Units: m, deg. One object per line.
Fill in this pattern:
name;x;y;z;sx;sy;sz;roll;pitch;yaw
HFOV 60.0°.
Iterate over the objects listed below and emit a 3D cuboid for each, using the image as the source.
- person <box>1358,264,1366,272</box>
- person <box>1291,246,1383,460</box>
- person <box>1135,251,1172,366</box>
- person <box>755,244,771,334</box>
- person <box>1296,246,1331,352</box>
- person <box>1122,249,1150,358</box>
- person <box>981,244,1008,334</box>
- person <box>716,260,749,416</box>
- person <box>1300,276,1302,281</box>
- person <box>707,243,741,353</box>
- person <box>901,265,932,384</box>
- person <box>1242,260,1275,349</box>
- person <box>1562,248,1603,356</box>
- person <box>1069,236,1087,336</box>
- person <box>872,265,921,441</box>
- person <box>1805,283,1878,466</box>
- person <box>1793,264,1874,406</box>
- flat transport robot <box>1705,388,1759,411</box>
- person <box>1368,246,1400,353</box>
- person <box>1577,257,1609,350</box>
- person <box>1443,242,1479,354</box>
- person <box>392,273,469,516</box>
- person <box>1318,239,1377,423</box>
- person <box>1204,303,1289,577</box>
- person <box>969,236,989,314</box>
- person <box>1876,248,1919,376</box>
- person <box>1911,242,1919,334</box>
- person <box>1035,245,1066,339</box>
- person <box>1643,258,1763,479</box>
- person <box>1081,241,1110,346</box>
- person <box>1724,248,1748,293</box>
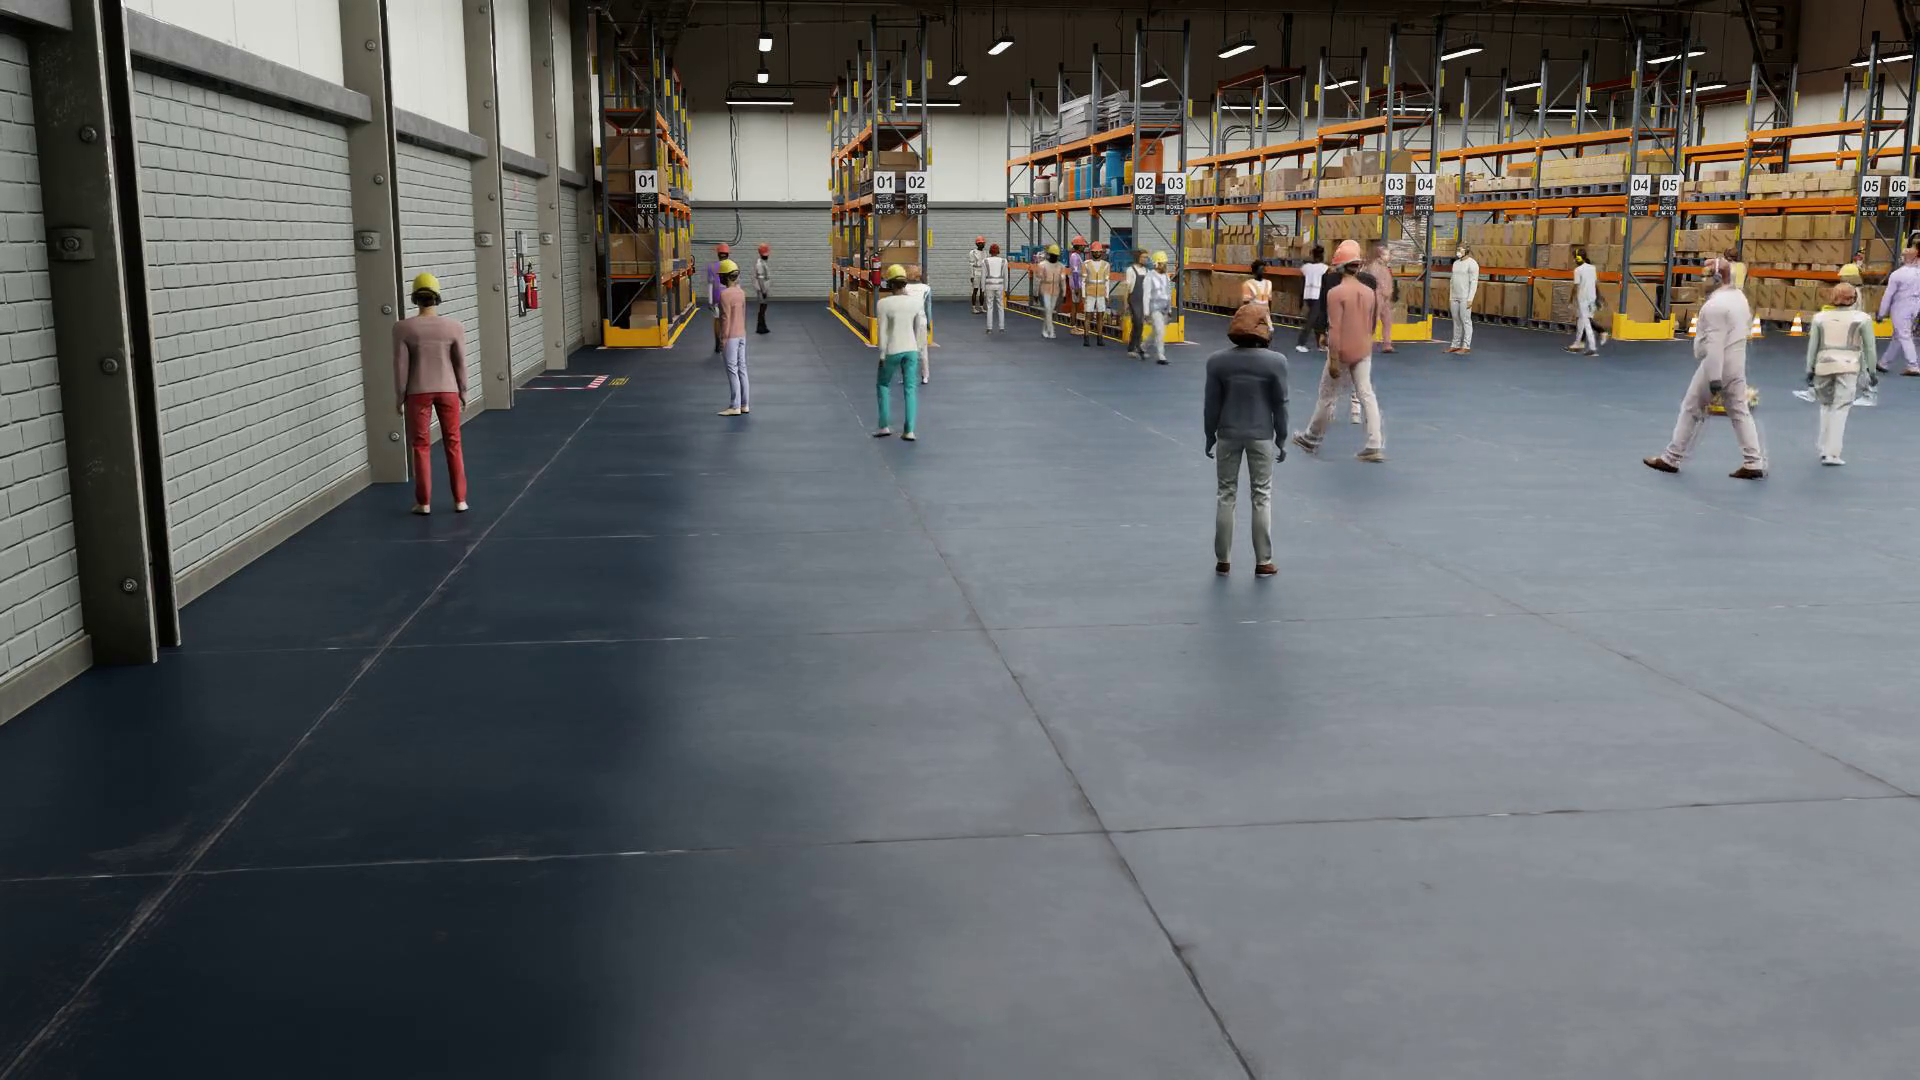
person;7.610;-4.797;32.456;0.609;1.830;1.000;-5;12;-27
person;3.535;-1.712;15.255;0.639;1.932;1.080;-6;12;-32
person;3.072;-3.665;26.304;0.731;1.813;0.594;9;14;40
person;-4.091;-5.264;34.916;0.374;1.889;0.709;1;10;7
person;6.300;-4.258;29.410;1.028;1.871;0.604;-7;13;-35
person;3.035;-3.922;27.695;0.554;1.818;0.739;-9;13;-40
person;0.719;-5.260;34.867;0.575;1.881;0.356;-1;10;-6
person;-2.616;-2.298;18.946;0.325;1.767;0.533;3;11;18
person;10.041;-7.943;49.753;0.641;1.813;0.494;8;13;39
person;-4.098;-4.197;28.973;0.561;1.906;0.842;-1;10;-4
person;-0.632;-2.953;22.884;0.522;1.638;0.309;-4;11;-23
person;4.485;-3.366;25.020;0.544;1.677;0.408;-4;11;-21
person;10.670;-4.082;28.572;0.593;1.819;0.876;-7;12;-32
person;2.430;-5.233;34.273;0.375;2.044;0.605;1;10;6
person;-0.643;-1.873;16.675;0.525;1.745;0.670;-5;12;-26
person;7.884;-1.479;14.860;0.652;1.611;0.554;-9;14;-40
person;10.644;-2.474;20.078;0.889;1.689;0.508;4;11;21
flat transport robot;8.967;-1.660;19.550;0.652;0.197;1.431;6;12;30
person;7.233;-4.184;29.024;0.843;1.881;0.653;6;12;31
person;11.309;-4.238;29.825;0.577;1.669;0.575;0;10;-2
person;8.692;-4.184;28.811;0.372;1.940;0.631;-4;11;-22
person;-3.868;-1.063;12.178;0.533;1.767;0.326;-5;11;-26
person;4.214;-2.264;18.130;0.622;1.993;0.384;4;11;19
person;1.711;-0.593;9.959;0.504;1.631;0.280;4;11;20
person;0.532;-6.997;43.932;0.614;2.047;0.361;-8;13;-36
person;13.868;-3.360;24.519;0.669;1.851;0.989;-3;11;-18
person;19.973;-5.290;34.851;0.633;1.944;0.549;-3;11;-14
person;1.799;-4.976;33.363;0.585;1.874;0.972;-4;11;-20
person;6.400;-1.448;14.064;0.670;1.848;1.013;-9;13;-39
person;2.521;-4.567;30.911;0.543;1.939;0.360;-1;10;-7
person;13.203;-4.093;28.585;0.634;1.839;0.429;-6;12;-30
